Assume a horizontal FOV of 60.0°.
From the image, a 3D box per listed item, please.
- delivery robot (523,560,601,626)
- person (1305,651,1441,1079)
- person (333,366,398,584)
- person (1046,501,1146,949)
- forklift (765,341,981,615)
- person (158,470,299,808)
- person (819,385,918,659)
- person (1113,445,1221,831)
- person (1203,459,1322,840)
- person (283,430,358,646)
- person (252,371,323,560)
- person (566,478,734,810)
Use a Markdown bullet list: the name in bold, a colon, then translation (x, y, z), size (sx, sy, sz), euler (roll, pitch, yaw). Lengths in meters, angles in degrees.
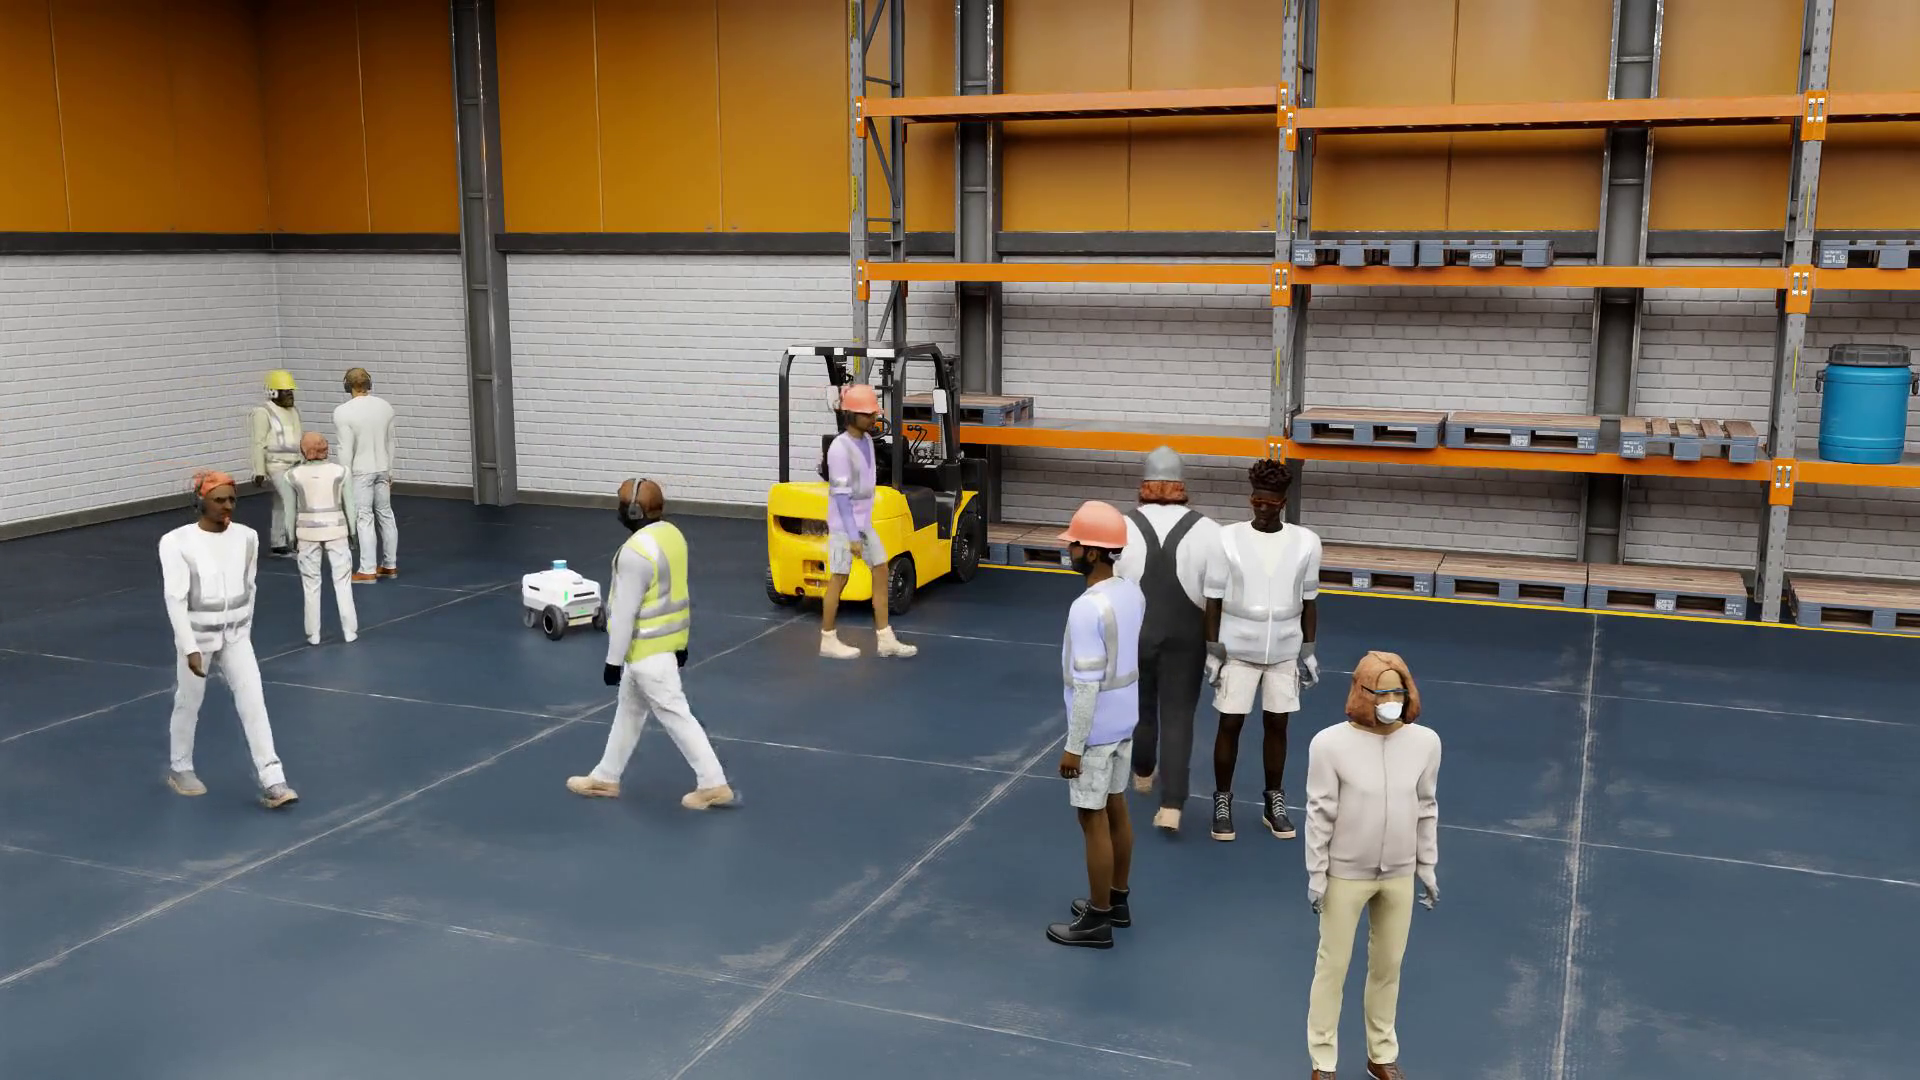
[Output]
- **delivery robot**: translation (-3.109, 0.400, 12.967), size (0.477, 0.478, 0.707), euler (-9, 14, -42)
- **person**: translation (1.448, 1.185, 5.850), size (0.497, 1.633, 0.283), euler (-2, 10, -12)
- **person**: translation (-5.293, -0.575, 14.817), size (0.378, 1.937, 0.629), euler (6, 12, 28)
- **person**: translation (0.584, 0.792, 7.183), size (0.353, 1.942, 0.546), euler (5, 11, 27)
- **forklift**: translation (-0.739, -0.602, 14.246), size (1.214, 2.155, 2.313), euler (4, 11, 21)
- **person**: translation (-4.002, 0.537, 8.949), size (1.018, 1.828, 0.579), euler (8, 13, 38)
- **person**: translation (-0.667, -0.102, 11.955), size (0.870, 2.010, 0.639), euler (4, 11, 22)
- **person**: translation (1.076, 0.457, 8.773), size (0.689, 2.000, 1.074), euler (1, 10, 8)
- **person**: translation (1.530, 0.554, 8.454), size (0.602, 1.961, 0.371), euler (-1, 10, -3)
- **person**: translation (-4.797, -0.010, 12.521), size (0.509, 1.634, 0.317), euler (-4, 11, -20)
- **person**: translation (-6.350, -0.703, 15.875), size (0.760, 1.803, 0.627), euler (2, 10, 12)
- **person**: translation (-1.657, 0.558, 8.902), size (0.978, 1.800, 0.635), euler (2, 10, 9)
